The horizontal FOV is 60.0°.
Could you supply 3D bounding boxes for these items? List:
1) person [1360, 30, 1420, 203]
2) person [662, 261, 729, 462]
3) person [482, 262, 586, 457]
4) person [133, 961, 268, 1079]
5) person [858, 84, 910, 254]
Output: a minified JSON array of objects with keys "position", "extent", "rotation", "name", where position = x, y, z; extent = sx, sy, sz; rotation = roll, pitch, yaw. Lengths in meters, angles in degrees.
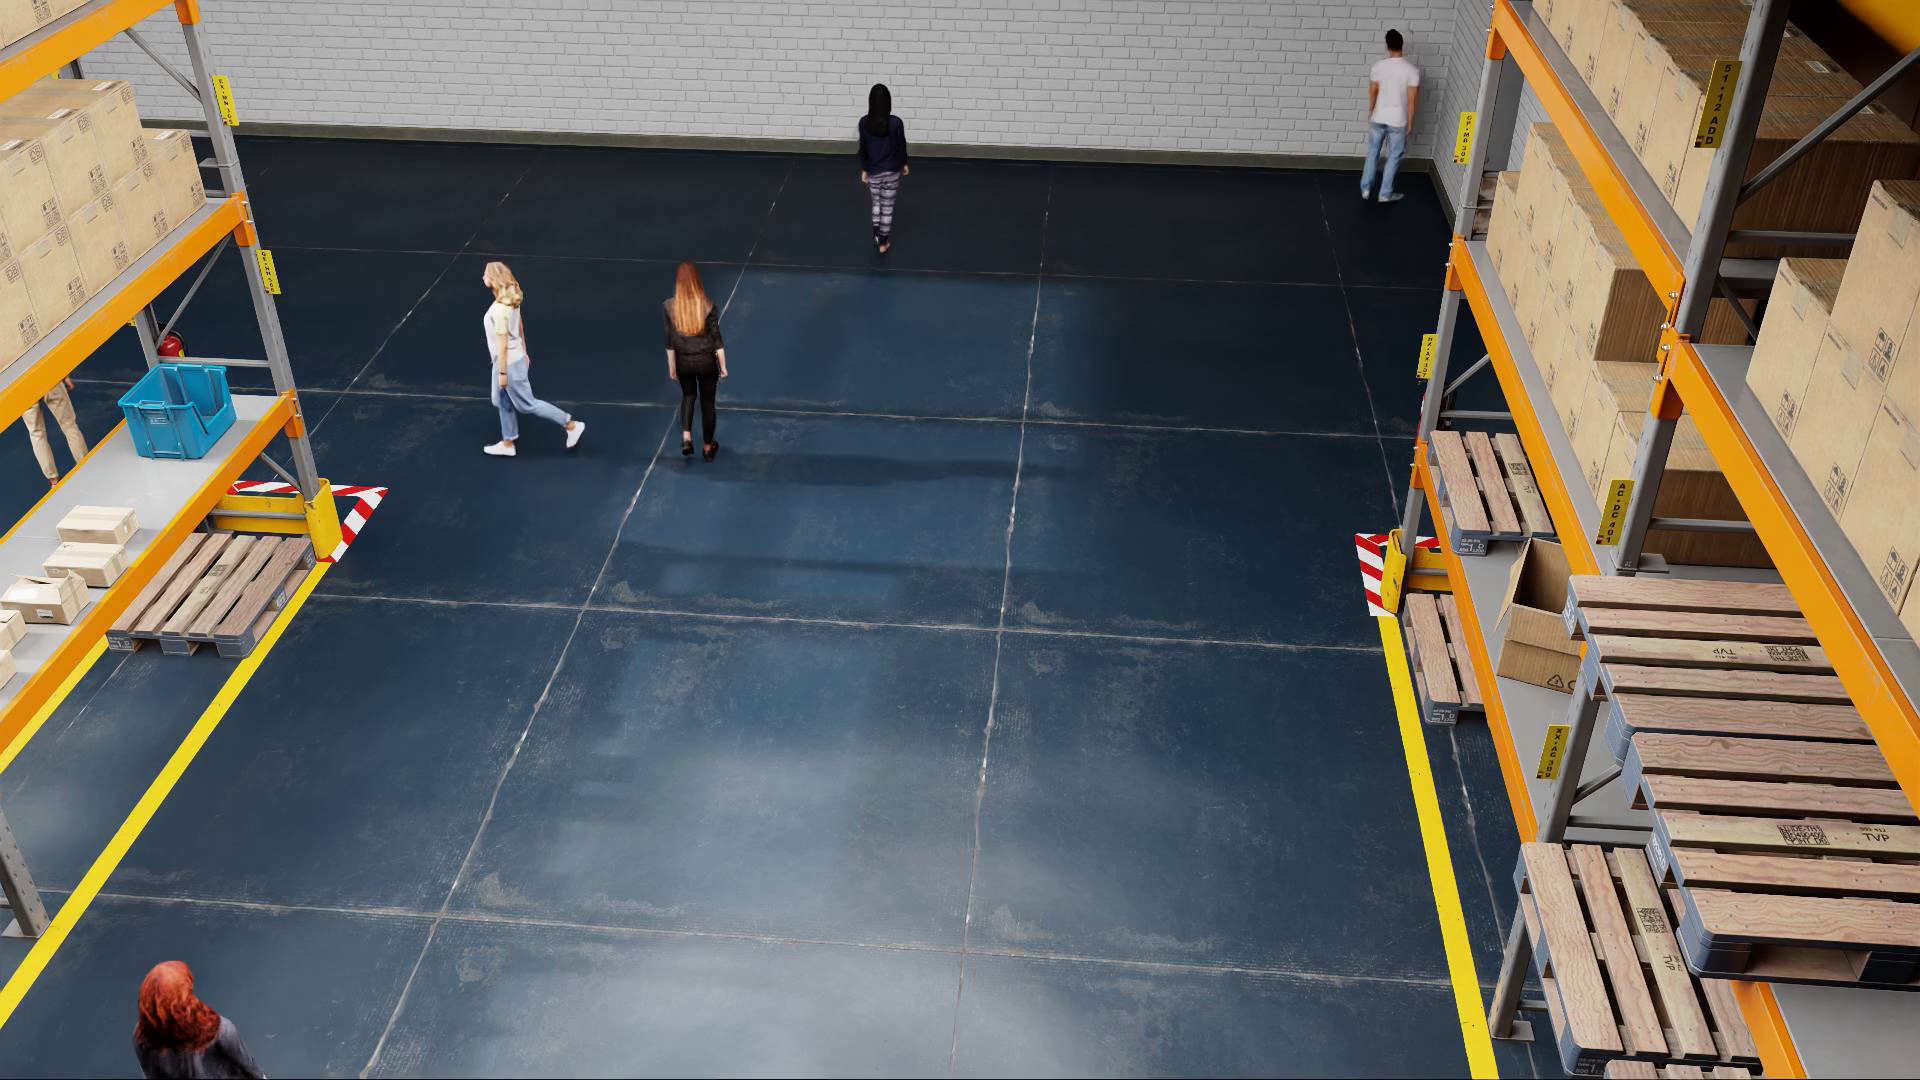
[{"position":[4.623,-4.536,17.864],"extent":[0.781,1.843,0.781],"rotation":[-25,41,-32],"name":"person"},{"position":[-2.122,-1.357,13.211],"extent":[0.624,1.699,0.685],"rotation":[5,34,7],"name":"person"},{"position":[-3.489,-1.397,13.271],"extent":[0.811,1.700,1.039],"rotation":[-3,34,-4],"name":"person"},{"position":[-3.293,2.567,7.248],"extent":[0.618,1.764,0.611],"rotation":[0,34,0],"name":"person"},{"position":[-0.782,-3.708,16.726],"extent":[0.638,1.723,0.694],"rotation":[5,34,8],"name":"person"}]
